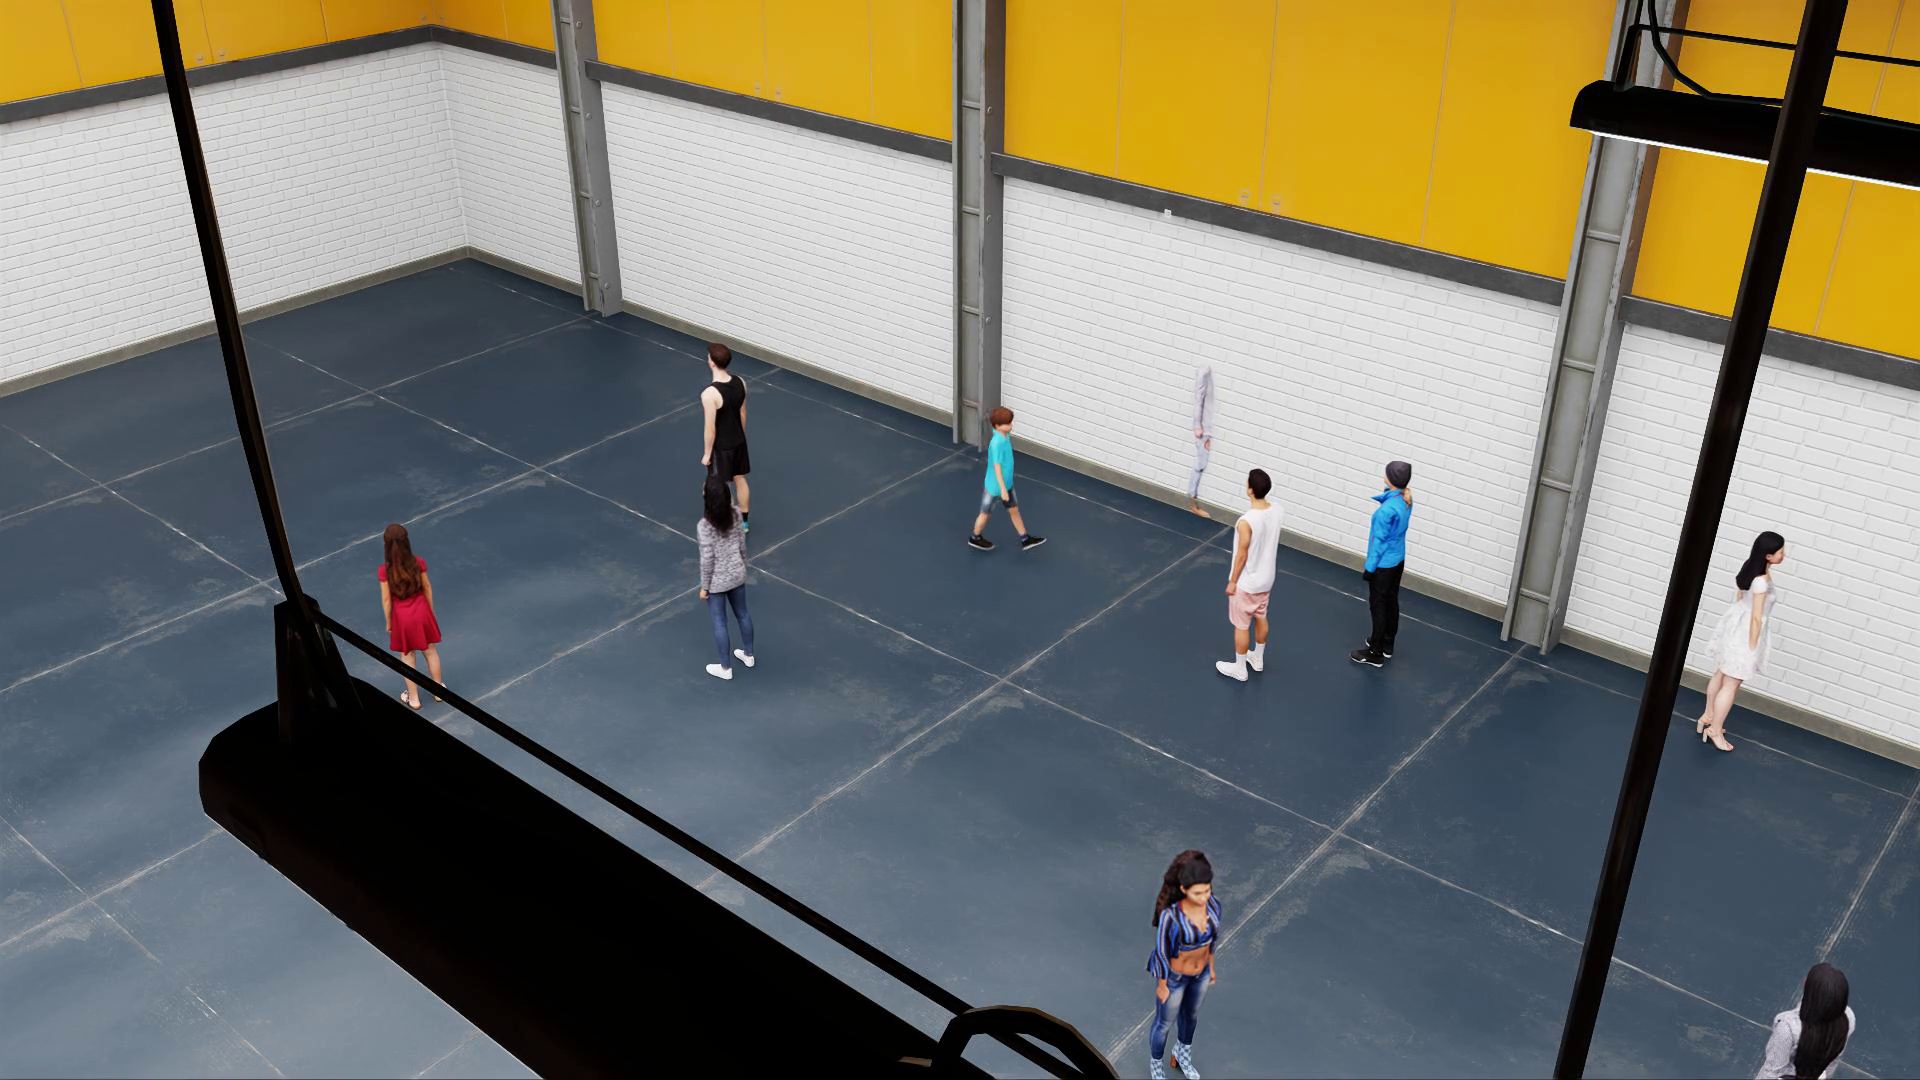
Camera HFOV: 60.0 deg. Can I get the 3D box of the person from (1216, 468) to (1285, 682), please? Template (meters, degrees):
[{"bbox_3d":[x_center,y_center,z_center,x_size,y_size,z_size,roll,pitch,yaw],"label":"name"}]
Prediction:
[{"bbox_3d":[2.296,0.278,13.047,0.689,1.787,0.622,-21,35,-33],"label":"person"}]

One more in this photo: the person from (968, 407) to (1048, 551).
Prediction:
[{"bbox_3d":[0.284,-0.529,14.917,1.011,1.413,0.752,10,30,18],"label":"person"}]

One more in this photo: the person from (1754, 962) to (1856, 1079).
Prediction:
[{"bbox_3d":[4.214,2.816,8.458,0.676,1.725,0.712,-6,29,-10],"label":"person"}]

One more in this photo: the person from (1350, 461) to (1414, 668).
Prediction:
[{"bbox_3d":[3.395,0.182,13.213,0.521,1.796,0.620,24,37,37],"label":"person"}]

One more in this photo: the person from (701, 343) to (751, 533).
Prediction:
[{"bbox_3d":[-2.117,-0.887,15.073,0.590,1.892,0.684,19,34,31],"label":"person"}]

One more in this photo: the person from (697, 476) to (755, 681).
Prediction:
[{"bbox_3d":[-1.862,0.282,13.097,0.534,1.731,0.618,24,37,37],"label":"person"}]

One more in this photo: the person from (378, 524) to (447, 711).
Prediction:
[{"bbox_3d":[-4.214,0.574,12.746,0.621,1.554,0.679,-17,33,-29],"label":"person"}]

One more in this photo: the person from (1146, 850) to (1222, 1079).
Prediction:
[{"bbox_3d":[1.252,2.419,9.300,0.674,1.615,0.667,-15,32,-25],"label":"person"}]

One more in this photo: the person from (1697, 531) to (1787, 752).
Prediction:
[{"bbox_3d":[5.765,0.727,12.237,0.788,1.774,0.761,6,29,11],"label":"person"}]
